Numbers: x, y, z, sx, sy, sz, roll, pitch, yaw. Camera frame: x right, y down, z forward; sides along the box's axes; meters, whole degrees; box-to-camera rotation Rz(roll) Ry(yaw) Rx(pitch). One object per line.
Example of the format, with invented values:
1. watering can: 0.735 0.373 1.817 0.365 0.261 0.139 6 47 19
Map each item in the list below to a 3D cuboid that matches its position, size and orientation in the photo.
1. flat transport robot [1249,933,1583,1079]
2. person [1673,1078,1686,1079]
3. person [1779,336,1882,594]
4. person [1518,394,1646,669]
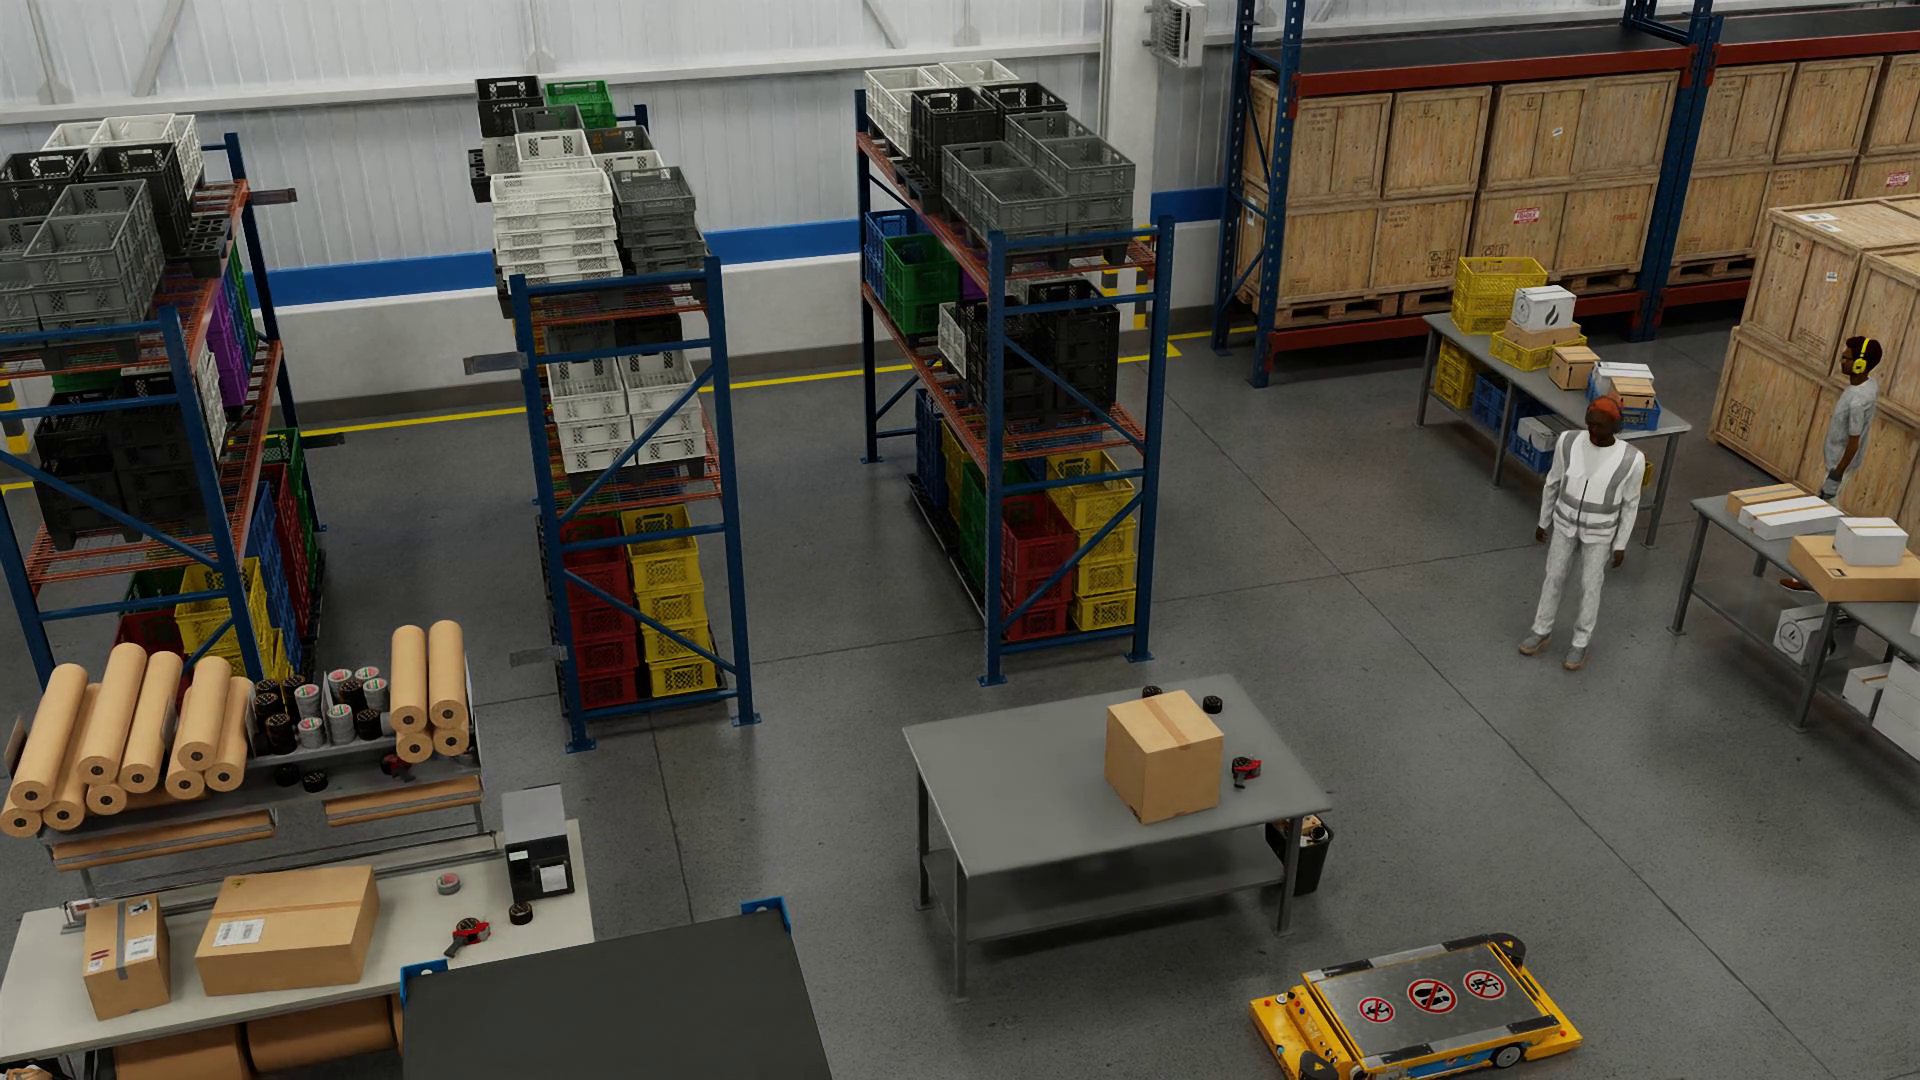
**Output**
1. flat transport robot: 2.184 2.282 7.980 1.431 0.197 0.652 -8 30 -14
2. person: 2.339 2.597 5.800 0.615 1.835 0.429 15 32 25
3. person: 6.010 -0.510 11.415 0.310 1.868 0.534 15 32 25
4. person: 3.964 -0.063 10.583 0.584 1.883 0.337 22 36 34
